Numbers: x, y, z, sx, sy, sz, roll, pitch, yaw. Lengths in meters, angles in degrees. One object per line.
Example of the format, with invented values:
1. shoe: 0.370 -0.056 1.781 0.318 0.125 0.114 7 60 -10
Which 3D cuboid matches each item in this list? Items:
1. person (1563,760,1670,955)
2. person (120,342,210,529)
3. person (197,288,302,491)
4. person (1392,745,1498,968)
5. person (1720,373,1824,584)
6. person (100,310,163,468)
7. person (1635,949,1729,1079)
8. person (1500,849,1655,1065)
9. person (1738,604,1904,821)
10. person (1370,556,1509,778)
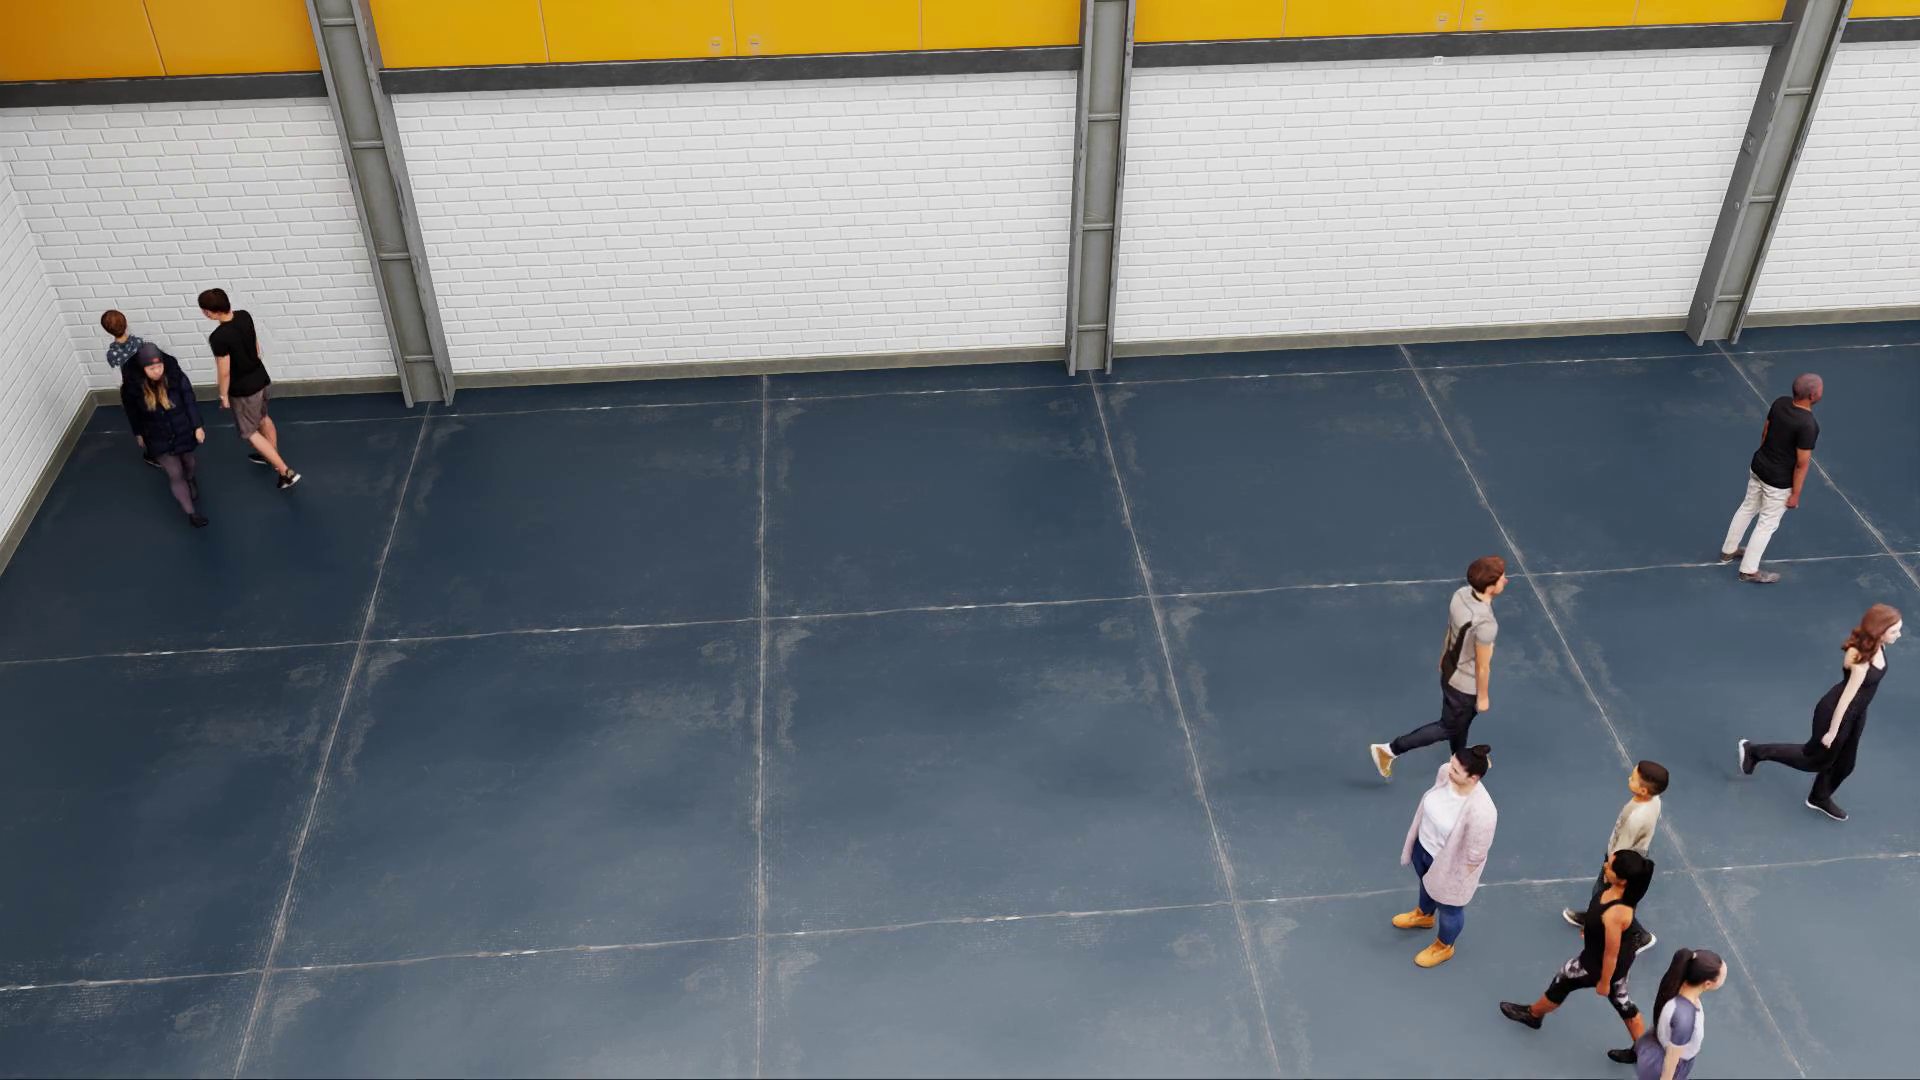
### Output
1. person: 4.019 1.907 9.882 0.881 1.458 0.793 18 42 21
2. person: -6.337 -0.912 13.281 1.117 1.620 1.042 -18 42 -21
3. person: -5.758 -1.227 13.503 1.053 1.836 0.881 15 41 18
4. person: 2.883 1.821 9.761 0.668 1.743 0.722 -9 39 -11
5. person: 6.172 -0.488 12.604 0.624 1.804 0.677 -7 39 -9
6. person: -6.851 -1.281 13.886 0.637 1.442 0.589 24 45 27
7. person: 3.600 2.707 8.738 0.848 1.636 0.759 14 41 16
8. person: 3.652 2.347 9.202 1.163 1.618 1.019 21 43 24
9. person: 5.589 1.067 10.717 1.041 1.729 0.988 28 46 30
10. person: 3.195 0.894 10.816 1.128 1.875 0.695 -1 39 -1
